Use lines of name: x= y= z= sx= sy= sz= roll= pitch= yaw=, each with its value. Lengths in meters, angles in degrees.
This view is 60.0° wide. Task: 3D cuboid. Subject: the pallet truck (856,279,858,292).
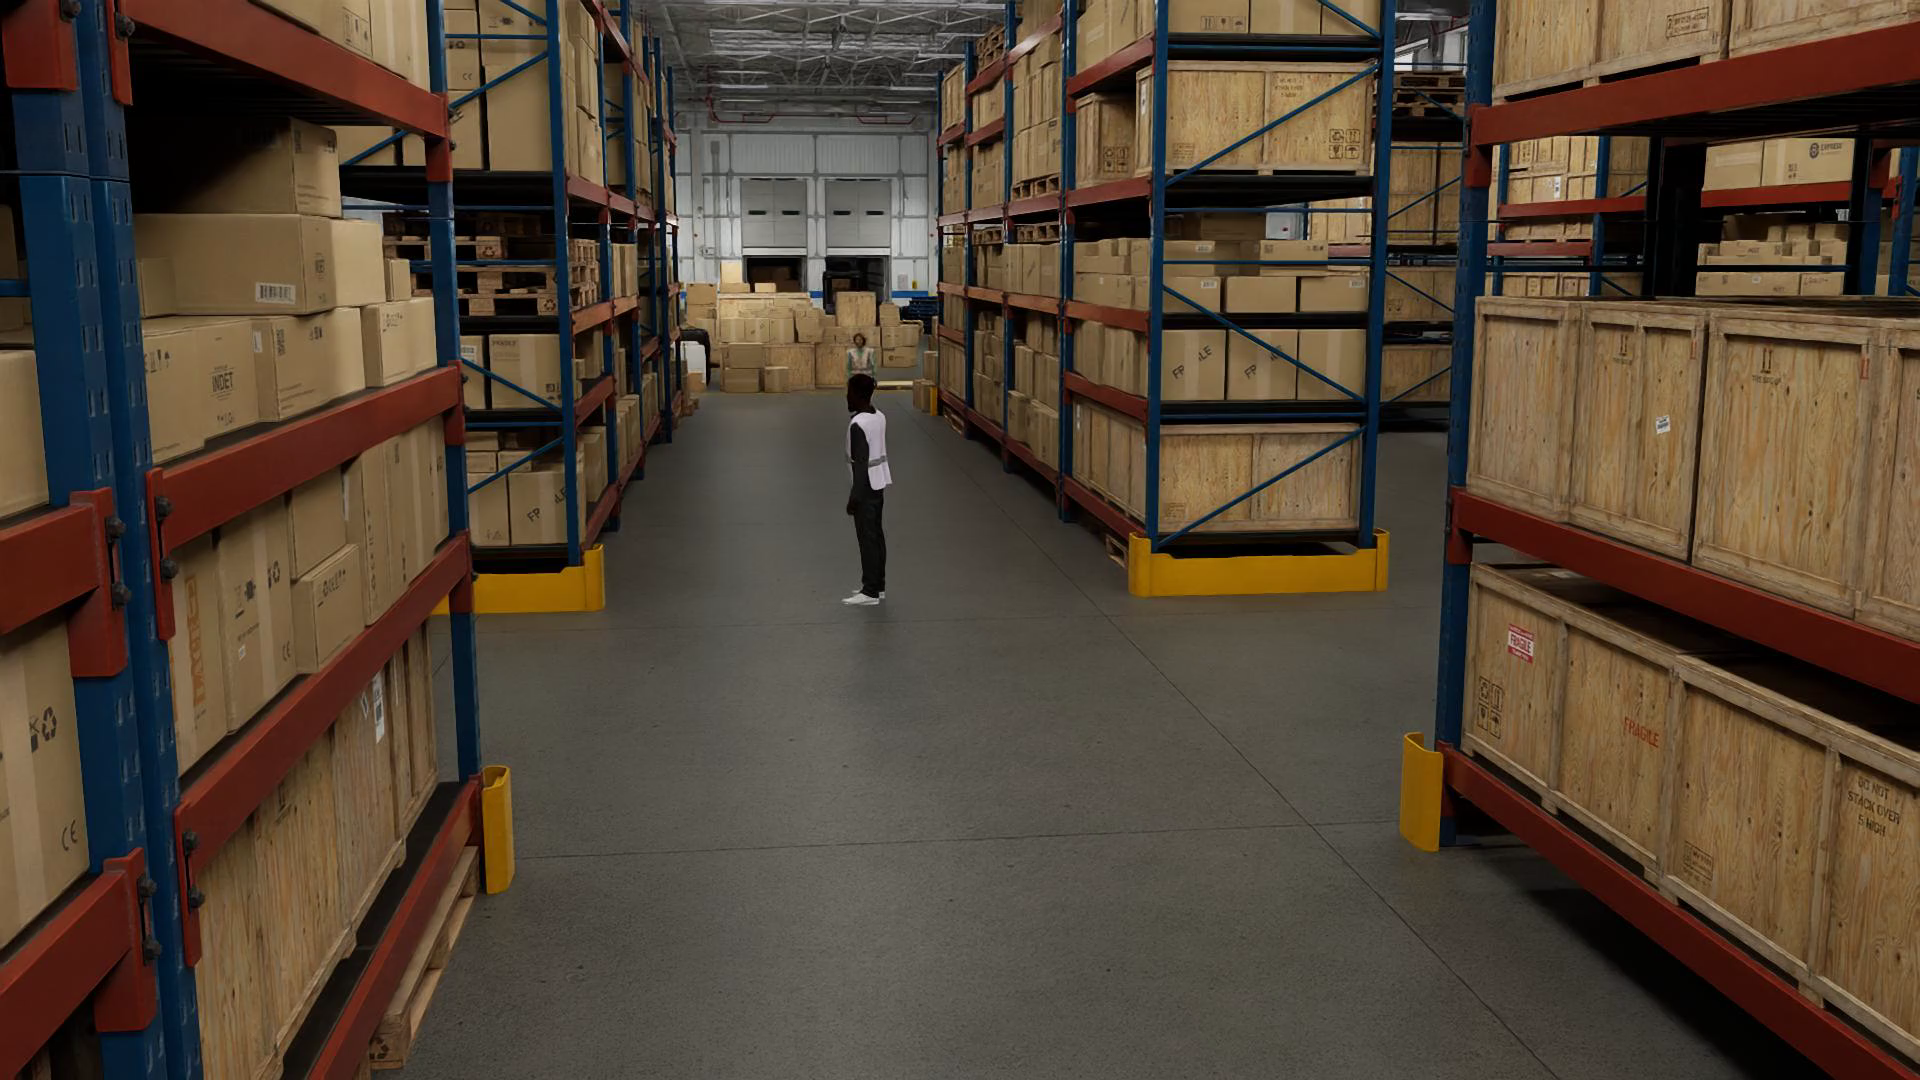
pallet truck: x=-3.782 y=-9.391 z=65.808 sx=1.885 sy=1.965 sz=0.823 roll=2 pitch=10 yaw=10

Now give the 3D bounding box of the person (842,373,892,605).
person: x=-0.773 y=-0.418 z=13.797 sx=0.390 sy=1.920 sz=0.587 roll=2 pitch=10 yaw=13

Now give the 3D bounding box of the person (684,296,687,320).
person: x=-9.834 y=-8.347 z=60.847 sx=0.529 sy=1.605 sz=0.736 roll=-1 pitch=10 yaw=-4

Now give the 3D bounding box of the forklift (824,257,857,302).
forklift: x=-3.407 y=-6.733 z=47.763 sx=1.129 sy=2.768 sz=1.873 roll=-1 pitch=10 yaw=-7

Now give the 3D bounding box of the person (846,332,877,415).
person: x=-1.635 y=-2.640 z=27.576 sx=0.532 sy=1.624 sz=0.456 roll=0 pitch=10 yaw=0

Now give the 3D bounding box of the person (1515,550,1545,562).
person: x=3.660 y=0.290 z=10.071 sx=0.986 sy=1.797 sz=0.634 roll=3 pitch=10 yaw=19
